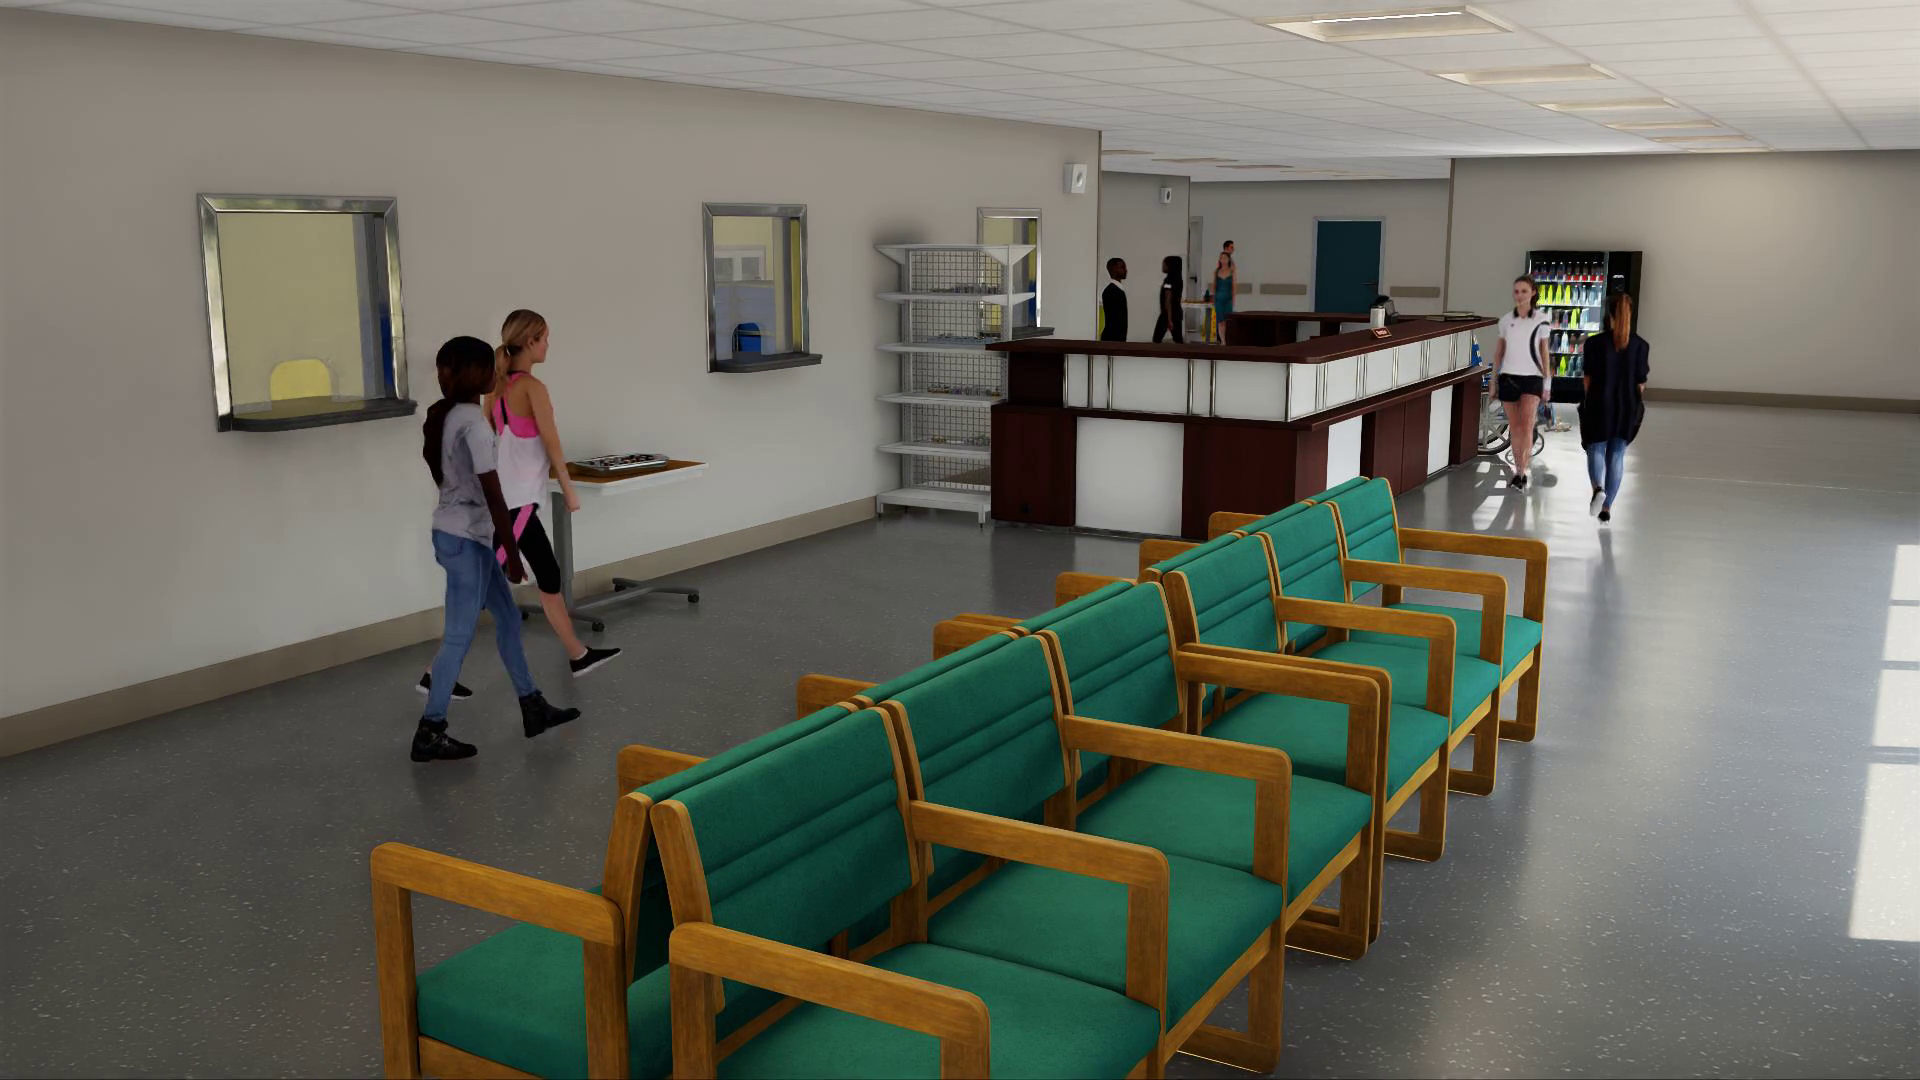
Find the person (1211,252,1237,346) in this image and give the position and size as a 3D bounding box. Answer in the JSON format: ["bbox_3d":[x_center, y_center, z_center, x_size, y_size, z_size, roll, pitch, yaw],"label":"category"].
[{"bbox_3d":[4.513,-4.049,28.363,0.608,1.675,0.641,4,11,20],"label":"person"}]

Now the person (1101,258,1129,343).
[{"bbox_3d":[1.628,-2.094,17.703,0.616,1.809,0.695,3,11,16],"label":"person"}]

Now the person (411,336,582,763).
[{"bbox_3d":[-2.055,0.060,6.661,0.970,1.693,1.008,-6,12,-29],"label":"person"}]

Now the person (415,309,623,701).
[{"bbox_3d":[-2.082,-0.102,7.422,0.968,1.728,1.240,-9,14,-40],"label":"person"}]

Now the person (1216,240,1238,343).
[{"bbox_3d":[4.947,-4.626,30.903,0.657,1.861,0.734,4,11,20],"label":"person"}]

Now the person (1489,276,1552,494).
[{"bbox_3d":[4.579,-1.248,13.472,0.909,1.723,0.679,7,13,33],"label":"person"}]

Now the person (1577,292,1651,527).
[{"bbox_3d":[4.649,-0.912,11.834,0.781,1.673,0.770,3,11,18],"label":"person"}]
